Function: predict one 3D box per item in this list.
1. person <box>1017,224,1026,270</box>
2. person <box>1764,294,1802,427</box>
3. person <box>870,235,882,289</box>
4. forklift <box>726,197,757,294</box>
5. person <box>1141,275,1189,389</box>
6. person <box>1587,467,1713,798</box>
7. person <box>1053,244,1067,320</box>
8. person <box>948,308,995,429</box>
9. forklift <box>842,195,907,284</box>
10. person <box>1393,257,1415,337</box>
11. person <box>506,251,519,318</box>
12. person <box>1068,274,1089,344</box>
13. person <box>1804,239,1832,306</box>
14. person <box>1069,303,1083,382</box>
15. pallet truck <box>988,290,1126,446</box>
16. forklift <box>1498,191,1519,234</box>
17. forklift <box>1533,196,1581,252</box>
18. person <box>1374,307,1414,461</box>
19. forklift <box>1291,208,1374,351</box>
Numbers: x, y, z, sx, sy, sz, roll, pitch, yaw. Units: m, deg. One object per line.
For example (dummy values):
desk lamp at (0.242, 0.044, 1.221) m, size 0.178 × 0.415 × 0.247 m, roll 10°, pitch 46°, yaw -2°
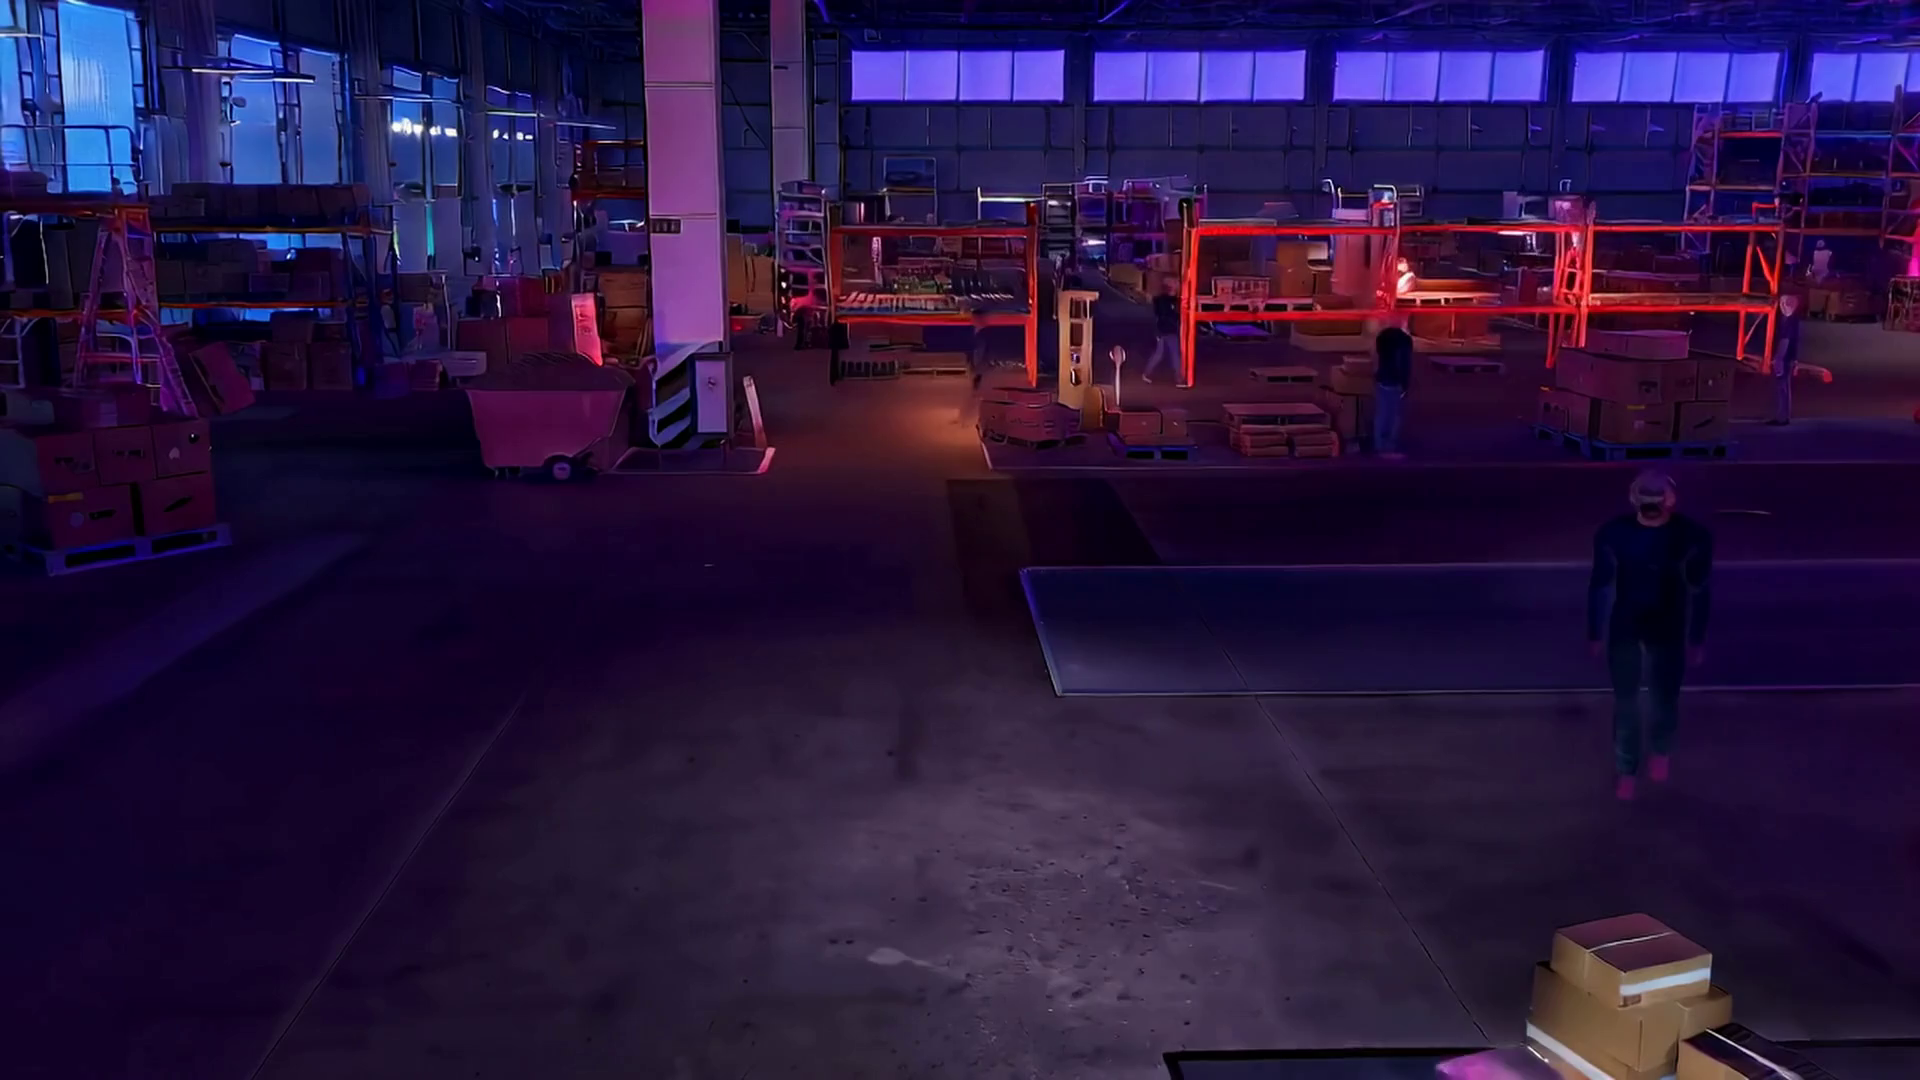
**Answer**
person at (2.104, -9.139, 53.170) m, size 0.568 × 1.919 × 0.578 m, roll 7°, pitch 14°, yaw 29°
person at (11.612, -2.521, 23.418) m, size 0.327 × 1.865 × 0.520 m, roll 11°, pitch 17°, yaw 41°
person at (-2.569, -8.672, 51.162) m, size 0.343 × 1.880 × 0.580 m, roll -5°, pitch 14°, yaw -22°
forklift at (-6.936, -8.600, 48.549) m, size 1.873 × 2.768 × 1.129 m, roll 0°, pitch 12°, yaw -2°
person at (3.417, -3.472, 27.706) m, size 0.592 × 1.892 × 0.946 m, roll -8°, pitch 15°, yaw -33°
person at (3.916, 0.529, 9.506) m, size 0.659 × 1.925 × 0.465 m, roll 7°, pitch 14°, yaw 30°
person at (2.436, -6.252, 40.341) m, size 0.341 × 1.839 × 0.501 m, roll 4°, pitch 13°, yaw 18°
person at (0.320, -2.380, 23.152) m, size 0.895 × 1.701 × 0.495 m, roll -3°, pitch 13°, yaw -12°
forklift at (-2.728, -9.625, 53.179) m, size 1.873 × 2.768 × 1.129 m, roll -7°, pitch 14°, yaw -28°
person at (8.694, -4.591, 32.670) m, size 0.395 × 1.911 × 0.581 m, roll -5°, pitch 14°, yaw -23°
person at (-10.954, -6.244, 40.761) m, size 0.313 × 1.634 × 0.516 m, roll -8°, pitch 15°, yaw -32°
person at (1.988, -3.654, 28.600) m, size 0.429 × 1.838 × 0.621 m, roll 10°, pitch 16°, yaw 39°
person at (22.771, -7.080, 44.125) m, size 1.003 × 1.811 × 0.529 m, roll -7°, pitch 14°, yaw -28°
person at (1.727, -2.579, 24.077) m, size 0.321 × 1.690 × 0.532 m, roll -3°, pitch 13°, yaw -12°
pallet truck at (1.257, -2.299, 22.111) m, size 1.885 × 1.965 × 0.823 m, roll -9°, pitch 15°, yaw -35°
forklift at (20.700, -11.779, 62.903) m, size 1.873 × 2.768 × 1.129 m, roll 0°, pitch 12°, yaw -2°
forklift at (18.630, -9.278, 51.611) m, size 1.129 × 2.768 × 1.873 m, roll -1°, pitch 13°, yaw -3°
person at (5.402, -1.925, 20.609) m, size 0.531 × 1.910 × 0.630 m, roll -7°, pitch 14°, yaw -30°
forklift at (7.790, -5.277, 33.547) m, size 1.873 × 2.768 × 1.129 m, roll -3°, pitch 13°, yaw -12°
